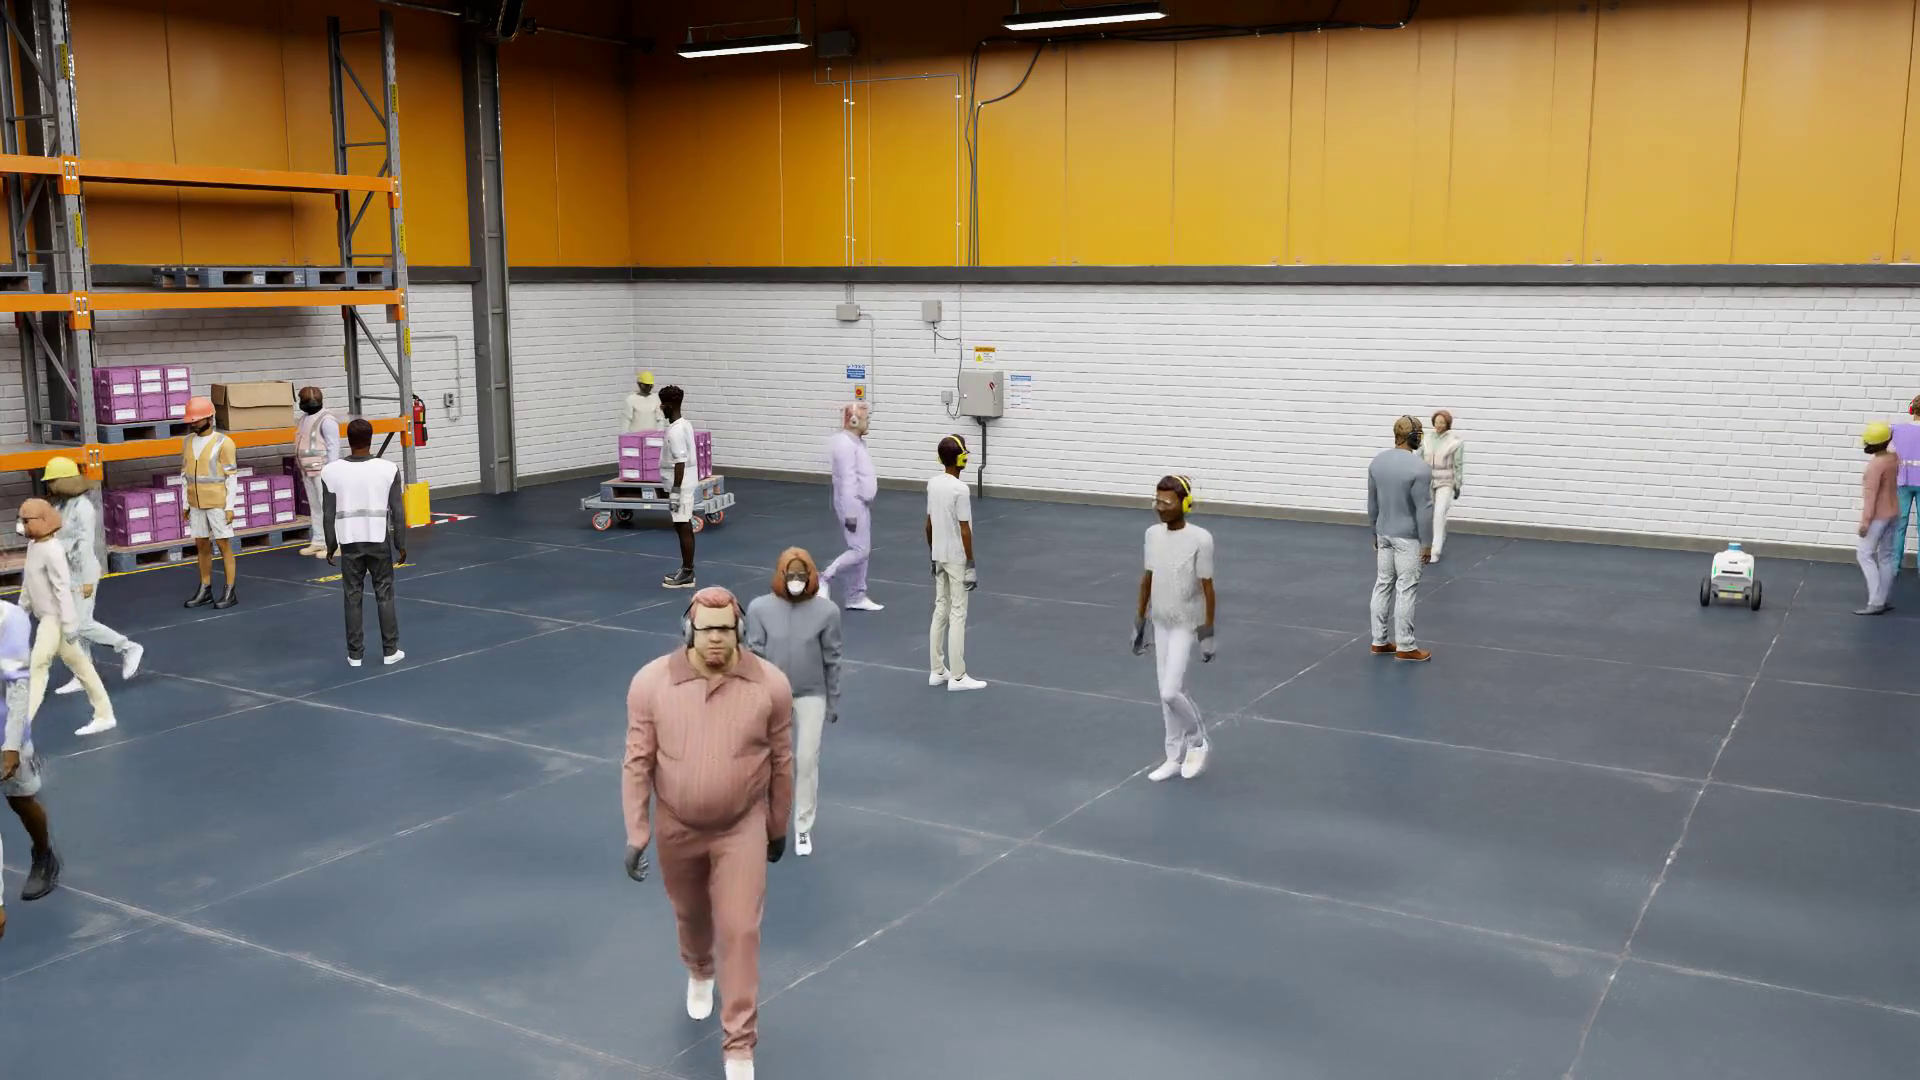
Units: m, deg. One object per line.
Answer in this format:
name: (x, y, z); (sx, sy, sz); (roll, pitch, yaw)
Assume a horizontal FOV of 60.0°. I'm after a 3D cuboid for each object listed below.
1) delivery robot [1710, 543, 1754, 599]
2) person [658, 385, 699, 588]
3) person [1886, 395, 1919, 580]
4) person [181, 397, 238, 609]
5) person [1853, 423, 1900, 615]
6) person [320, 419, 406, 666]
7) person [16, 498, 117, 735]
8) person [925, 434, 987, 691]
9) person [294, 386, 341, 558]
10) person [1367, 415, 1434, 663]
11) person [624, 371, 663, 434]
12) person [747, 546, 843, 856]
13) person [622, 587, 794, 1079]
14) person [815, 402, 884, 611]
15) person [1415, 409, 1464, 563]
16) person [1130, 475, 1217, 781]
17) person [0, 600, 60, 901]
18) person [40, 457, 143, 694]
delivery robot: (7.090, 0.272, 15.253); (0.477, 0.478, 0.707); (4, 10, 25)
person: (-2.725, -0.517, 16.092); (0.374, 1.962, 0.608); (0, 9, -2)
person: (9.453, -0.518, 16.462); (0.567, 1.844, 0.375); (5, 11, 31)
person: (-6.810, -0.335, 15.049); (0.543, 1.932, 0.370); (2, 9, 14)
person: (8.224, -0.191, 14.833); (0.693, 1.724, 0.297); (-6, 11, -34)
person: (-4.596, 0.024, 12.859); (0.599, 1.915, 0.376); (-2, 9, -13)
person: (-5.905, 0.528, 10.697); (0.857, 1.592, 0.497); (-7, 12, -39)
person: (-0.042, 0.168, 12.138); (0.322, 1.861, 0.531); (-7, 11, -35)
person: (-6.865, -0.724, 17.772); (0.625, 1.840, 0.430); (8, 12, 42)
person: (3.454, -0.012, 13.013); (0.358, 1.938, 0.636); (-5, 10, -29)
person: (-4.336, -1.447, 22.641); (0.560, 1.728, 0.784); (-6, 11, -33)
person: (-0.872, 0.820, 8.787); (0.522, 1.617, 0.478); (0, 9, -2)
person: (-0.965, 1.082, 6.448); (0.642, 1.862, 0.991); (-1, 9, -3)
person: (-0.995, -0.282, 14.835); (0.540, 1.891, 0.661); (1, 9, 6)
person: (5.094, -0.594, 17.660); (0.520, 1.610, 0.730); (7, 12, 39)
person: (1.251, 0.530, 9.890); (0.393, 1.852, 0.532); (-7, 12, -38)
person: (-4.527, 0.871, 7.711); (0.535, 1.884, 1.021); (-1, 9, -8)
person: (-6.323, 0.246, 12.049); (0.492, 1.725, 0.501); (7, 12, 39)
